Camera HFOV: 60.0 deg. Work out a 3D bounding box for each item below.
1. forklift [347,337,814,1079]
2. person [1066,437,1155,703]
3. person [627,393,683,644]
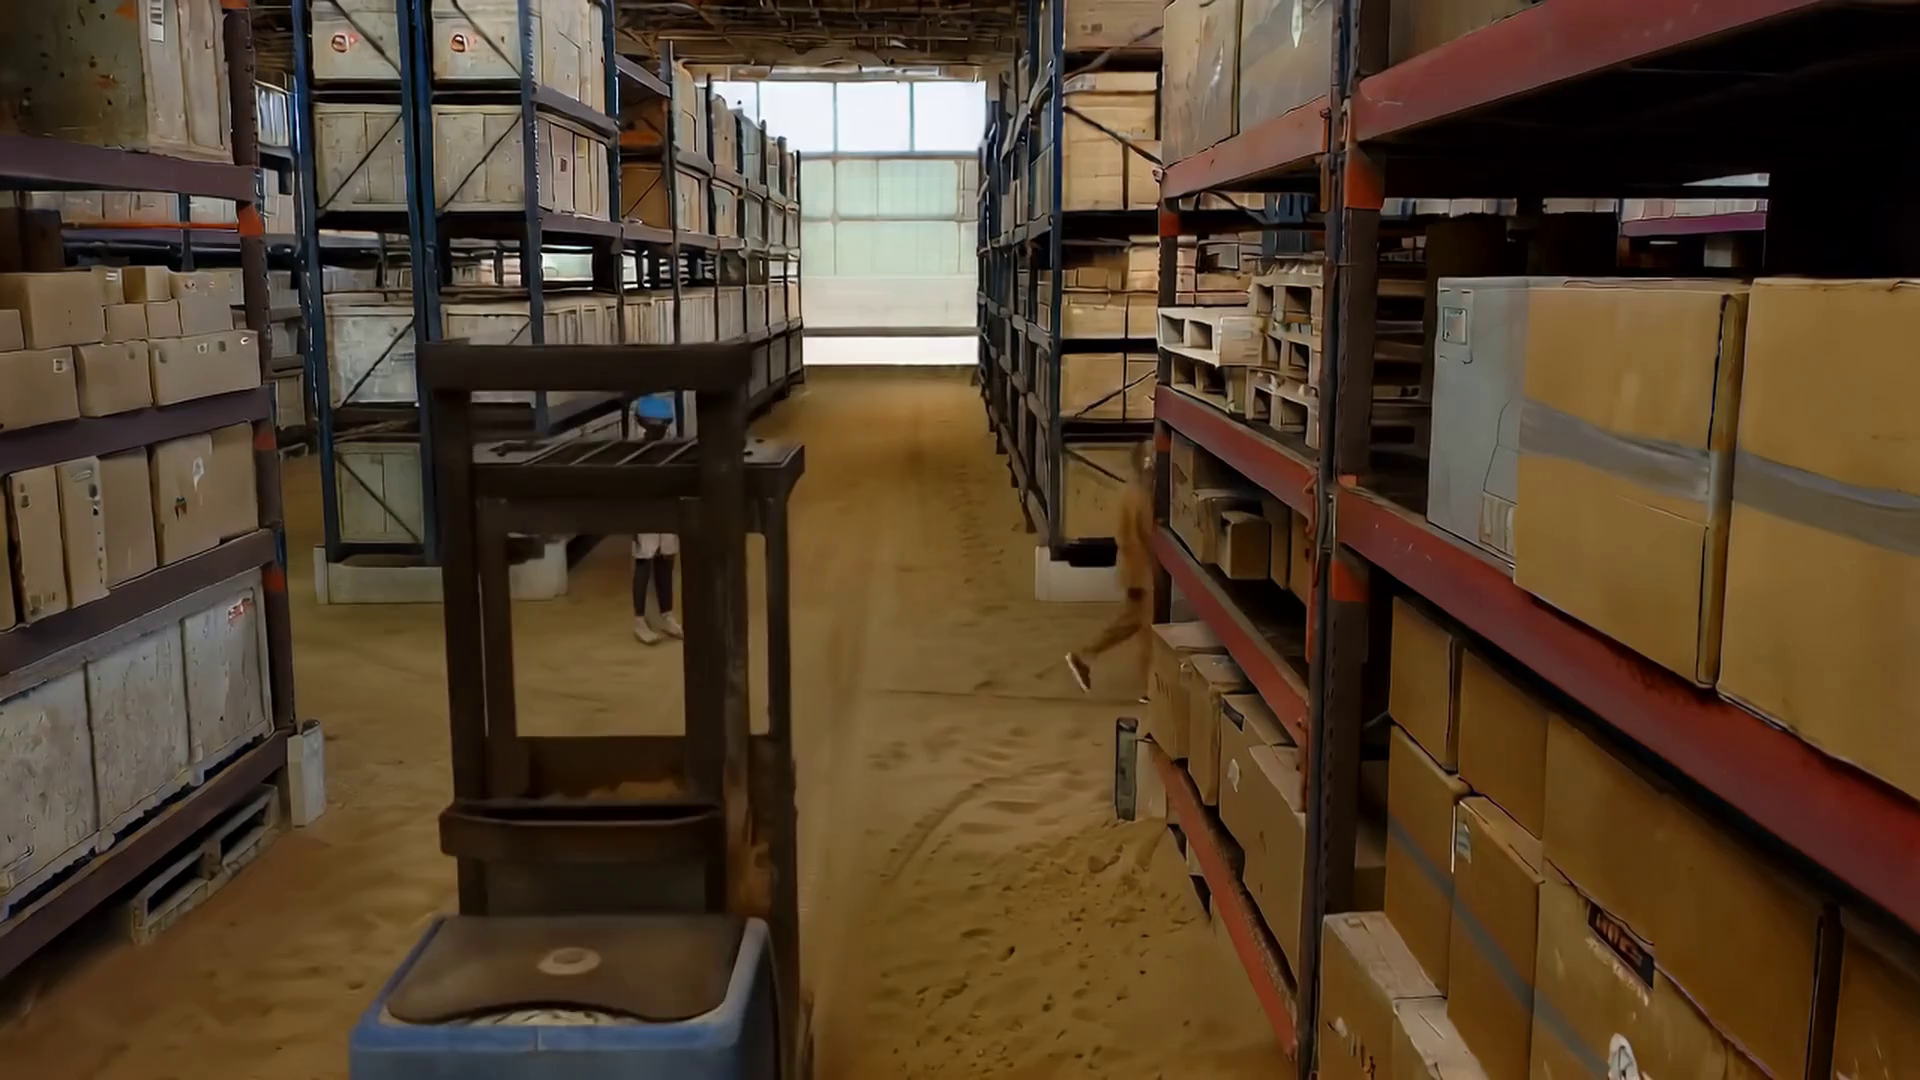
[{"bbox_3d":[-1.088,0.778,5.085,1.129,2.768,1.873,0,9,-1],"label":"forklift"},{"bbox_3d":[1.171,0.214,11.623,0.783,1.884,0.656,1,9,8],"label":"person"},{"bbox_3d":[-2.456,-0.170,13.488,0.405,2.038,0.611,7,12,38],"label":"person"}]
